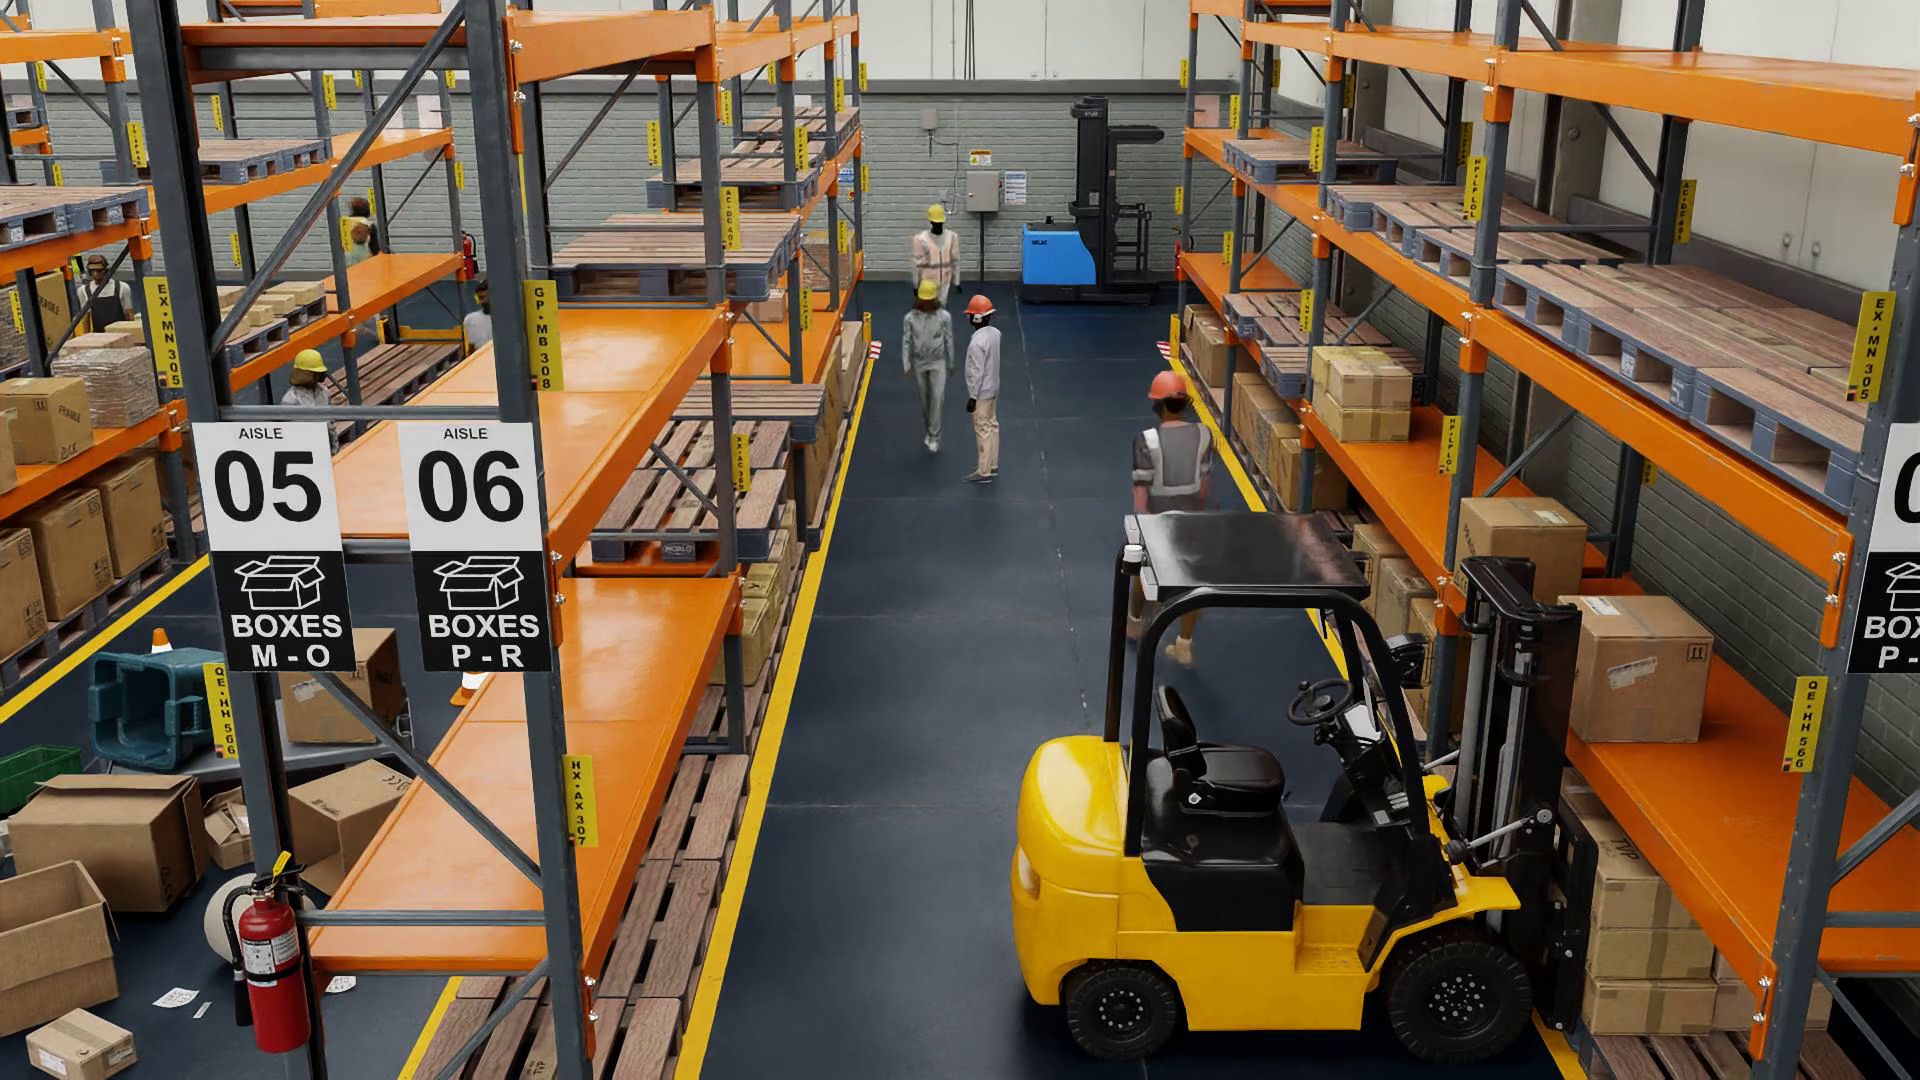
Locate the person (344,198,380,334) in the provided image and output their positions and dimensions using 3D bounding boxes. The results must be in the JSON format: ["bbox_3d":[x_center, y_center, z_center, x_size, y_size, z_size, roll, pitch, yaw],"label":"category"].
[{"bbox_3d":[-7.964,-3.636,22.185,0.635,1.811,0.438,9,20,25],"label":"person"}]

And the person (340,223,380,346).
[{"bbox_3d":[-7.755,-3.292,21.489,0.866,1.582,0.527,0,18,0],"label":"person"}]

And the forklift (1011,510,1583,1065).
[{"bbox_3d":[1.387,1.055,7.378,2.313,2.155,1.214,0,18,0],"label":"forklift"}]

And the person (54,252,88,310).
[{"bbox_3d":[-11.767,-3.522,22.000,0.530,1.693,0.321,8,20,22],"label":"person"}]

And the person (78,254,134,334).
[{"bbox_3d":[-8.890,-2.084,17.441,0.509,1.837,0.357,-6,19,-17],"label":"person"}]

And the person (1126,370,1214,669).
[{"bbox_3d":[1.396,-0.183,11.424,0.620,2.000,0.970,-5,19,-15],"label":"person"}]

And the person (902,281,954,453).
[{"bbox_3d":[-0.327,-1.711,16.512,0.506,1.696,0.902,2,18,6],"label":"person"}]

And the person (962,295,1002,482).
[{"bbox_3d":[0.192,-1.411,15.521,0.327,1.753,0.560,6,19,19],"label":"person"}]

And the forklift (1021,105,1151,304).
[{"bbox_3d":[1.857,-4.944,24.441,1.873,2.768,1.129,0,18,0],"label":"forklift"}]

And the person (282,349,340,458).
[{"bbox_3d":[-5.152,-0.674,13.336,0.323,1.734,0.489,8,20,22],"label":"person"}]

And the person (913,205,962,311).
[{"bbox_3d":[-0.266,-3.228,20.797,0.583,1.901,0.598,-8,20,-23],"label":"person"}]
